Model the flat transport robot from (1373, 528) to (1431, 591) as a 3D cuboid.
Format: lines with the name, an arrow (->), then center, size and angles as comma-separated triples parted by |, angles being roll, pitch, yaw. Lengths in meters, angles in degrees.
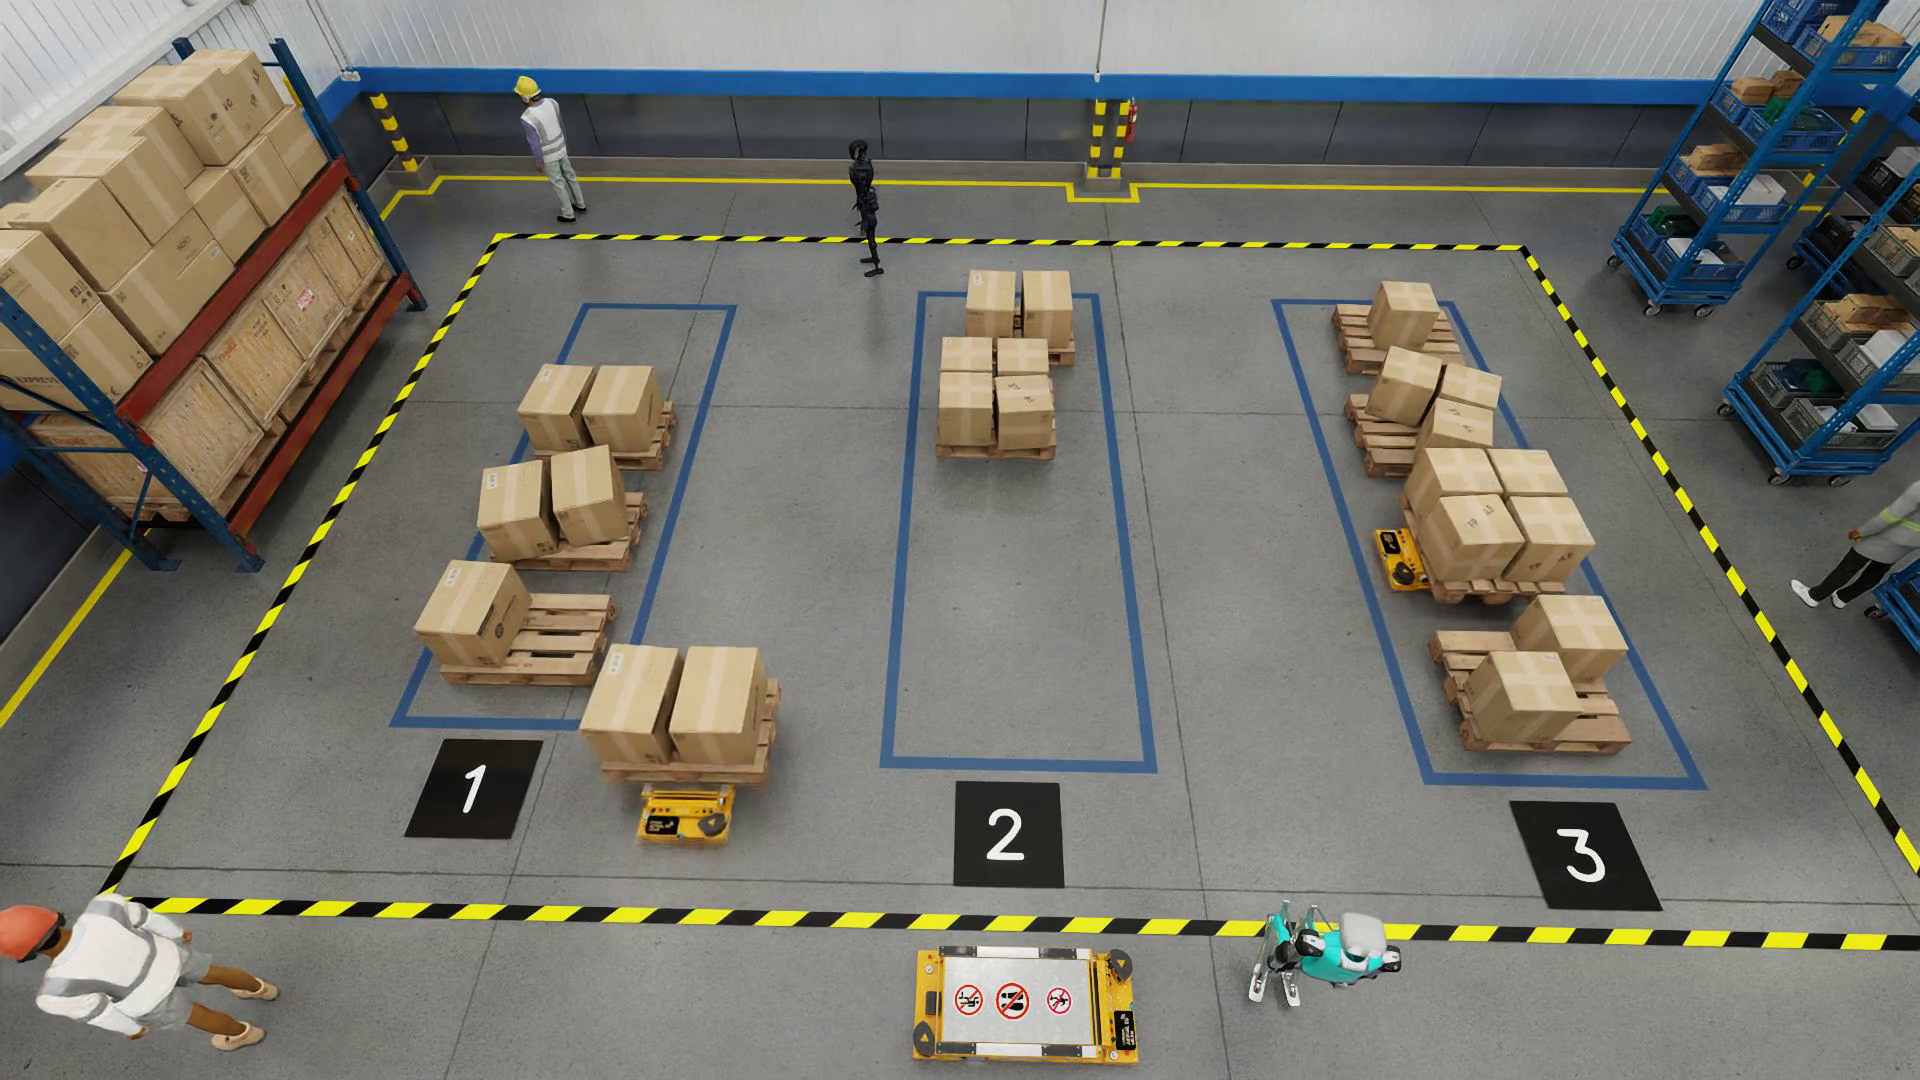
flat transport robot -> 4.597, 0.153, 8.343 | 1.431, 0.197, 0.652 | 1, 51, 1

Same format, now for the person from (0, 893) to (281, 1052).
person -> -4.703, 2.525, 5.285 | 0.371, 2.040, 0.614 | -2, 51, -2

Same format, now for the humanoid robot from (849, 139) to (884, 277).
humanoid robot -> -1.111, -3.882, 10.732 | 0.315, 1.657, 0.599 | -8, 51, -6

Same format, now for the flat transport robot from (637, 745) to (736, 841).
flat transport robot -> -2.034, 1.611, 7.154 | 0.652, 0.197, 1.431 | 1, 51, 1

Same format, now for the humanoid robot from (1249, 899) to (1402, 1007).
humanoid robot -> 2.125, 2.378, 5.510 | 0.533, 1.681, 0.735 | 8, 51, 7

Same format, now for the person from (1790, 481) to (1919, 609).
person -> 7.693, -0.071, 7.522 | 0.589, 1.853, 0.376 | 5, 51, 4

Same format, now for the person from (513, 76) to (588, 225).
person -> -5.108, -4.845, 11.423 | 0.404, 1.837, 0.589 | 17, 53, 13

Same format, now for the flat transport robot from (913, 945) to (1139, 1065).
flat transport robot -> 0.422, 3.041, 6.007 | 1.431, 0.231, 0.659 | 1, 51, 1

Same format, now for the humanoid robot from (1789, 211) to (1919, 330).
humanoid robot -> 9.824, -2.840, 9.902 | 0.590, 1.635, 0.674 | -17, 53, -14
